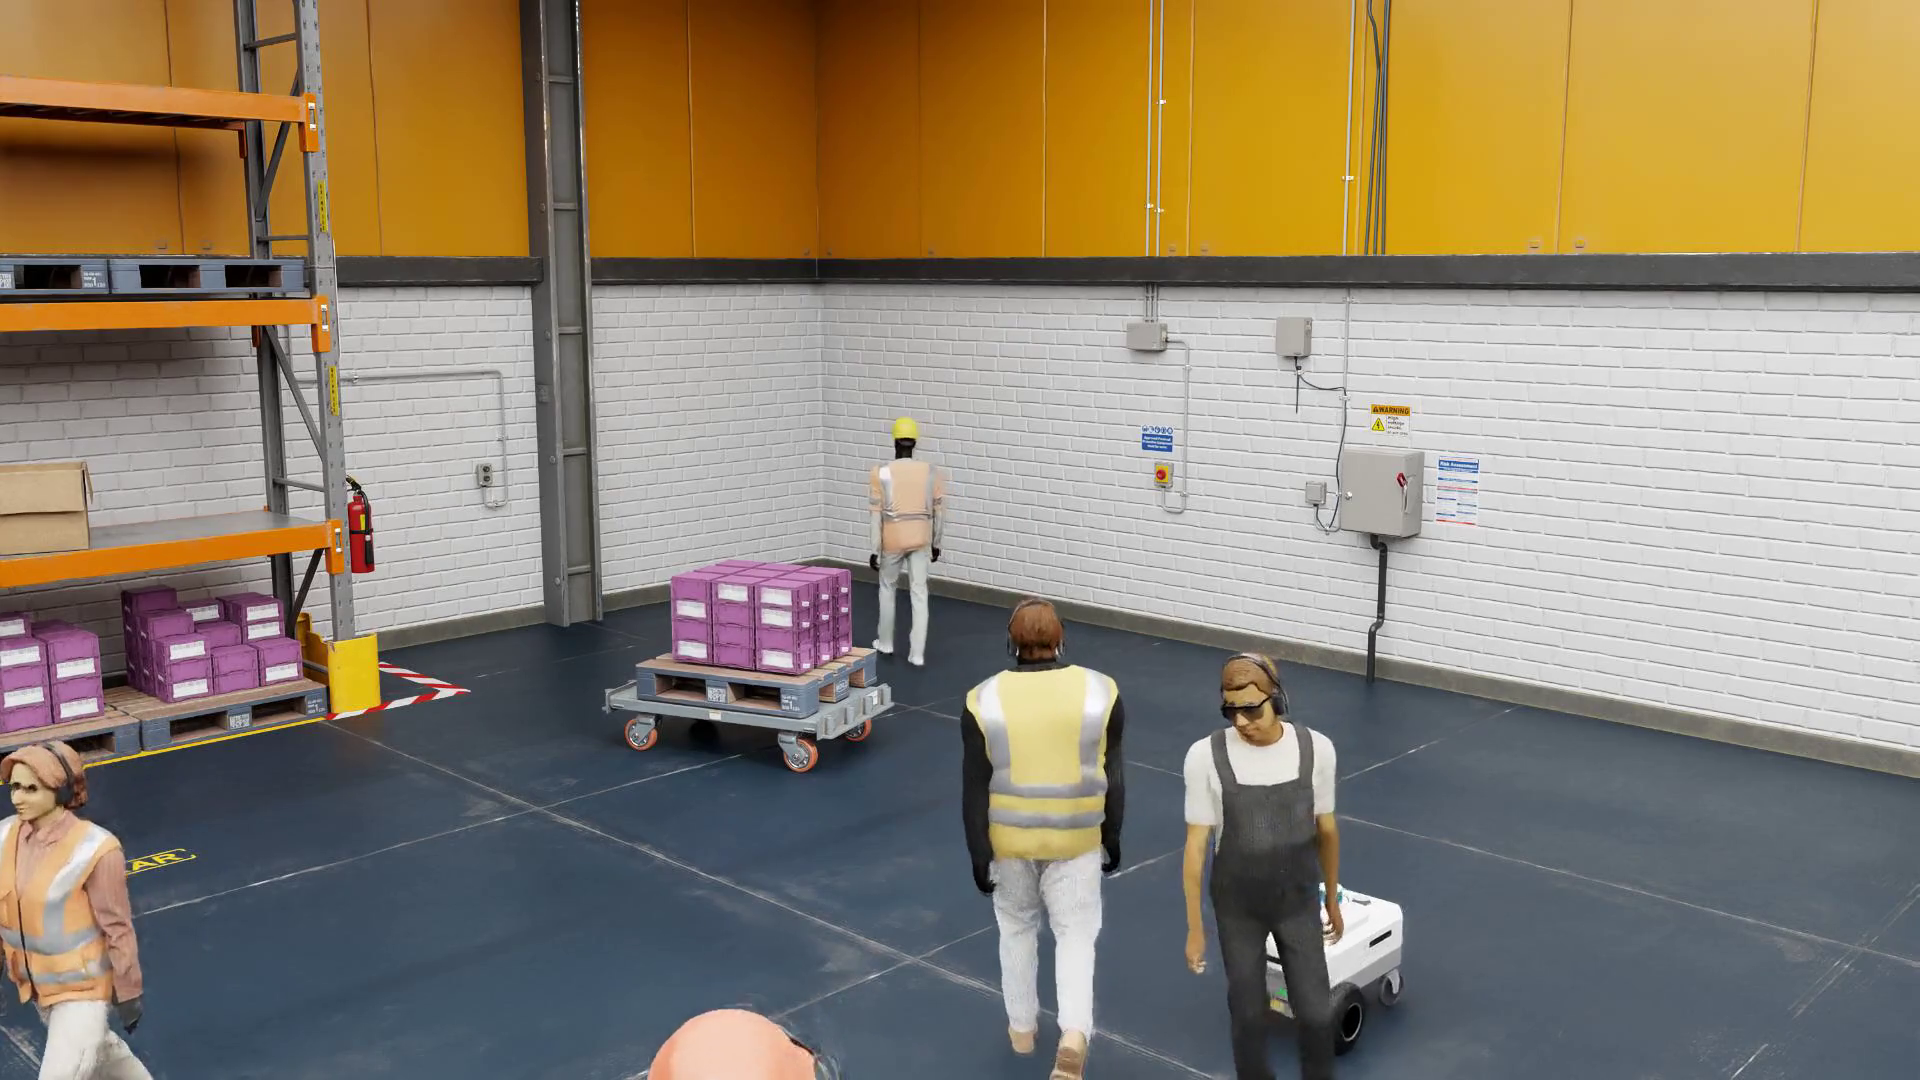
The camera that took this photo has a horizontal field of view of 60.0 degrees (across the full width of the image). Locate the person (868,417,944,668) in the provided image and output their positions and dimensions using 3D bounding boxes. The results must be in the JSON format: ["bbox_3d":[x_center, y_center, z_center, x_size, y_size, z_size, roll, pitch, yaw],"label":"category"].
[{"bbox_3d":[-0.439,0.000,12.868,0.615,1.890,0.851,-3,10,-16],"label":"person"}]

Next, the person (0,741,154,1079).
[{"bbox_3d":[-2.789,1.391,5.248,0.506,1.600,0.861,4,10,24],"label":"person"}]

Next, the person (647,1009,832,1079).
[{"bbox_3d":[-0.217,1.631,2.630,0.710,1.981,0.627,-7,11,-35],"label":"person"}]

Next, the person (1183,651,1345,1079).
[{"bbox_3d":[1.014,1.235,5.574,0.563,1.803,0.457,0,9,-1],"label":"person"}]

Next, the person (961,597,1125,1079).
[{"bbox_3d":[0.312,1.130,6.179,0.626,1.820,0.773,0,9,1],"label":"person"}]

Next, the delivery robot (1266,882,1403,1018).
[{"bbox_3d":[1.486,1.626,6.709,0.477,0.478,0.707,8,12,42],"label":"delivery robot"}]
